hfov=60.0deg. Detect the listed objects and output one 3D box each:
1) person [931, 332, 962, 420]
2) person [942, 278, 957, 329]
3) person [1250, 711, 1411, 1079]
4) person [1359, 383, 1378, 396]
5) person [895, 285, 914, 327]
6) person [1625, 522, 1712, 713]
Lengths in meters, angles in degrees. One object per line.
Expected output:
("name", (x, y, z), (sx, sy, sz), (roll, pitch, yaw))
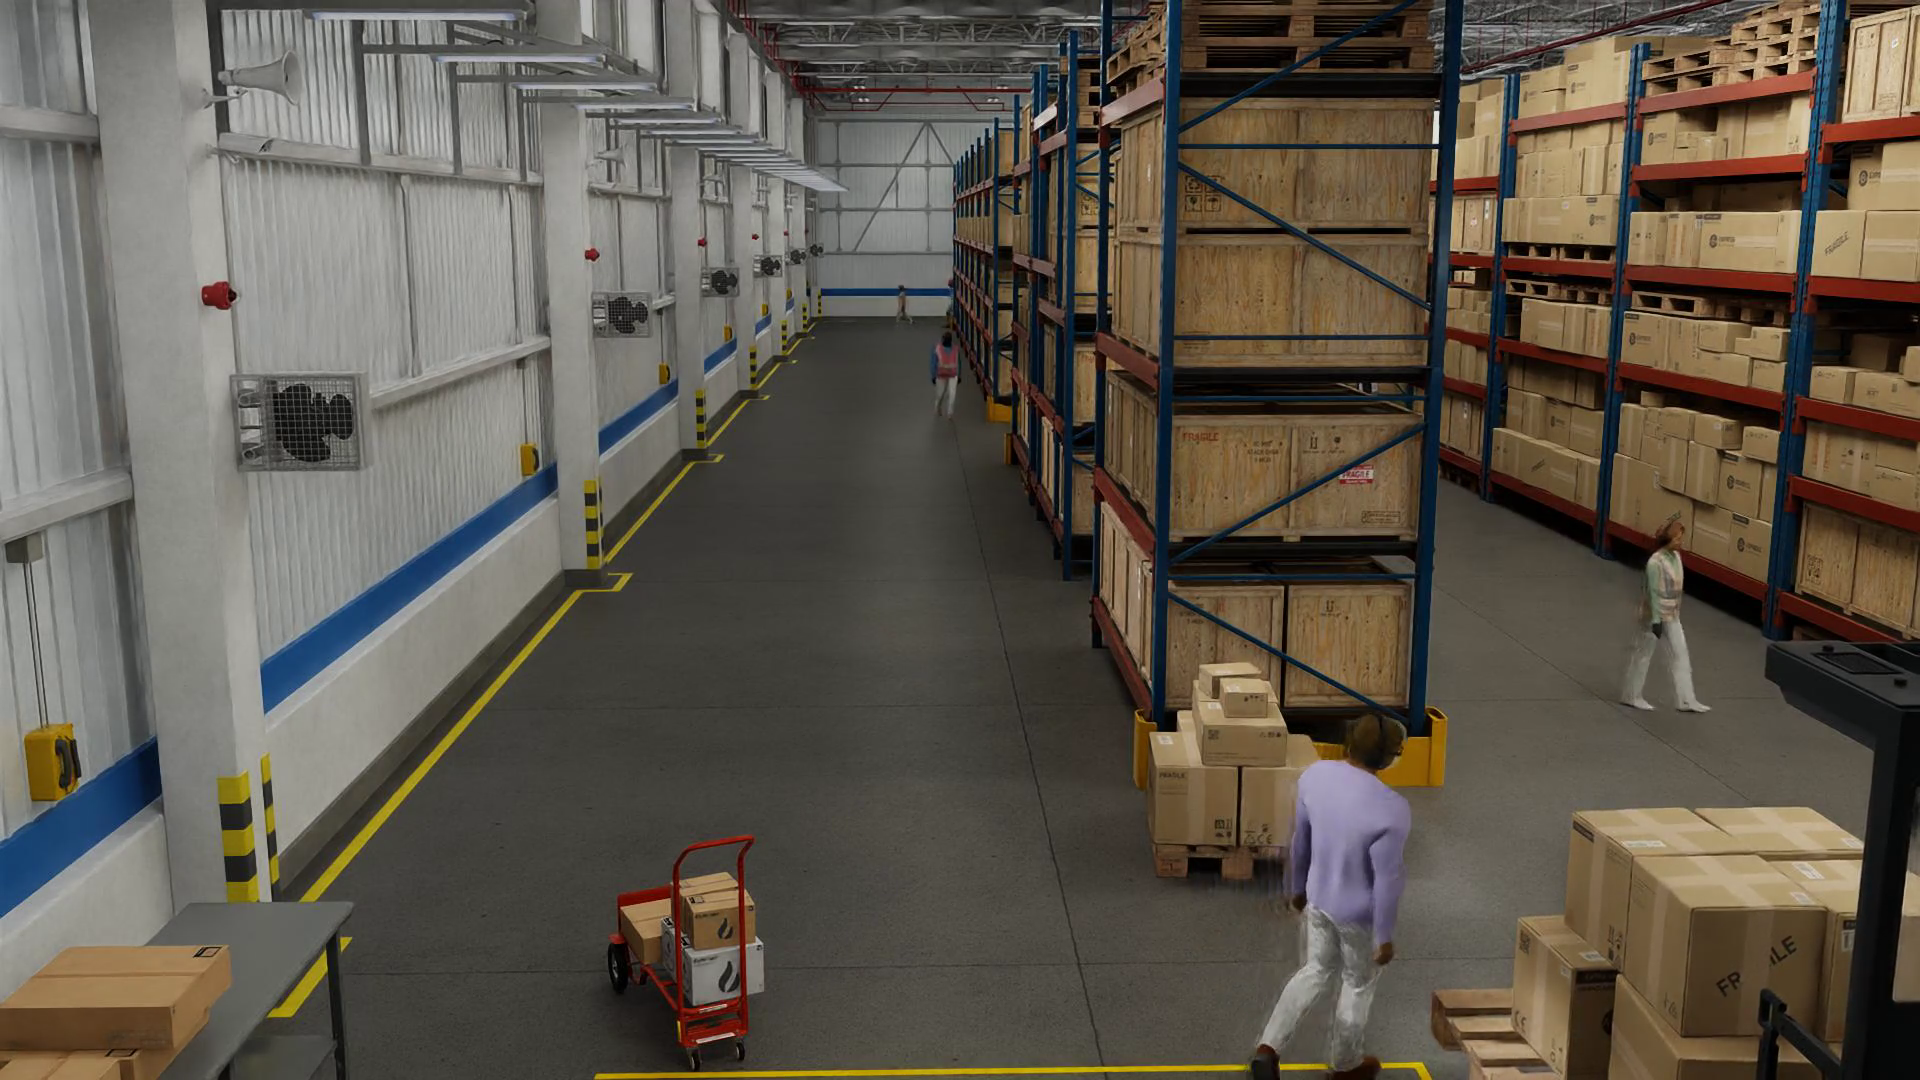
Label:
("person", (-0.285, -3.390, 34.275), (0.633, 1.817, 0.591), (-2, 11, -13))
("person", (-0.374, -8.846, 62.386), (0.815, 1.907, 0.564), (-2, 11, -8))
("person", (1.715, 1.695, 7.594), (0.755, 1.900, 0.655), (-7, 13, -34))
("person", (6.768, -2.165, 27.624), (0.386, 1.918, 0.596), (3, 11, 14))
("person", (-2.159, -8.998, 64.013), (0.724, 1.629, 0.508), (1, 11, 7))
("person", (5.879, 0.660, 13.699), (0.546, 1.607, 0.763), (-10, 15, -41))
